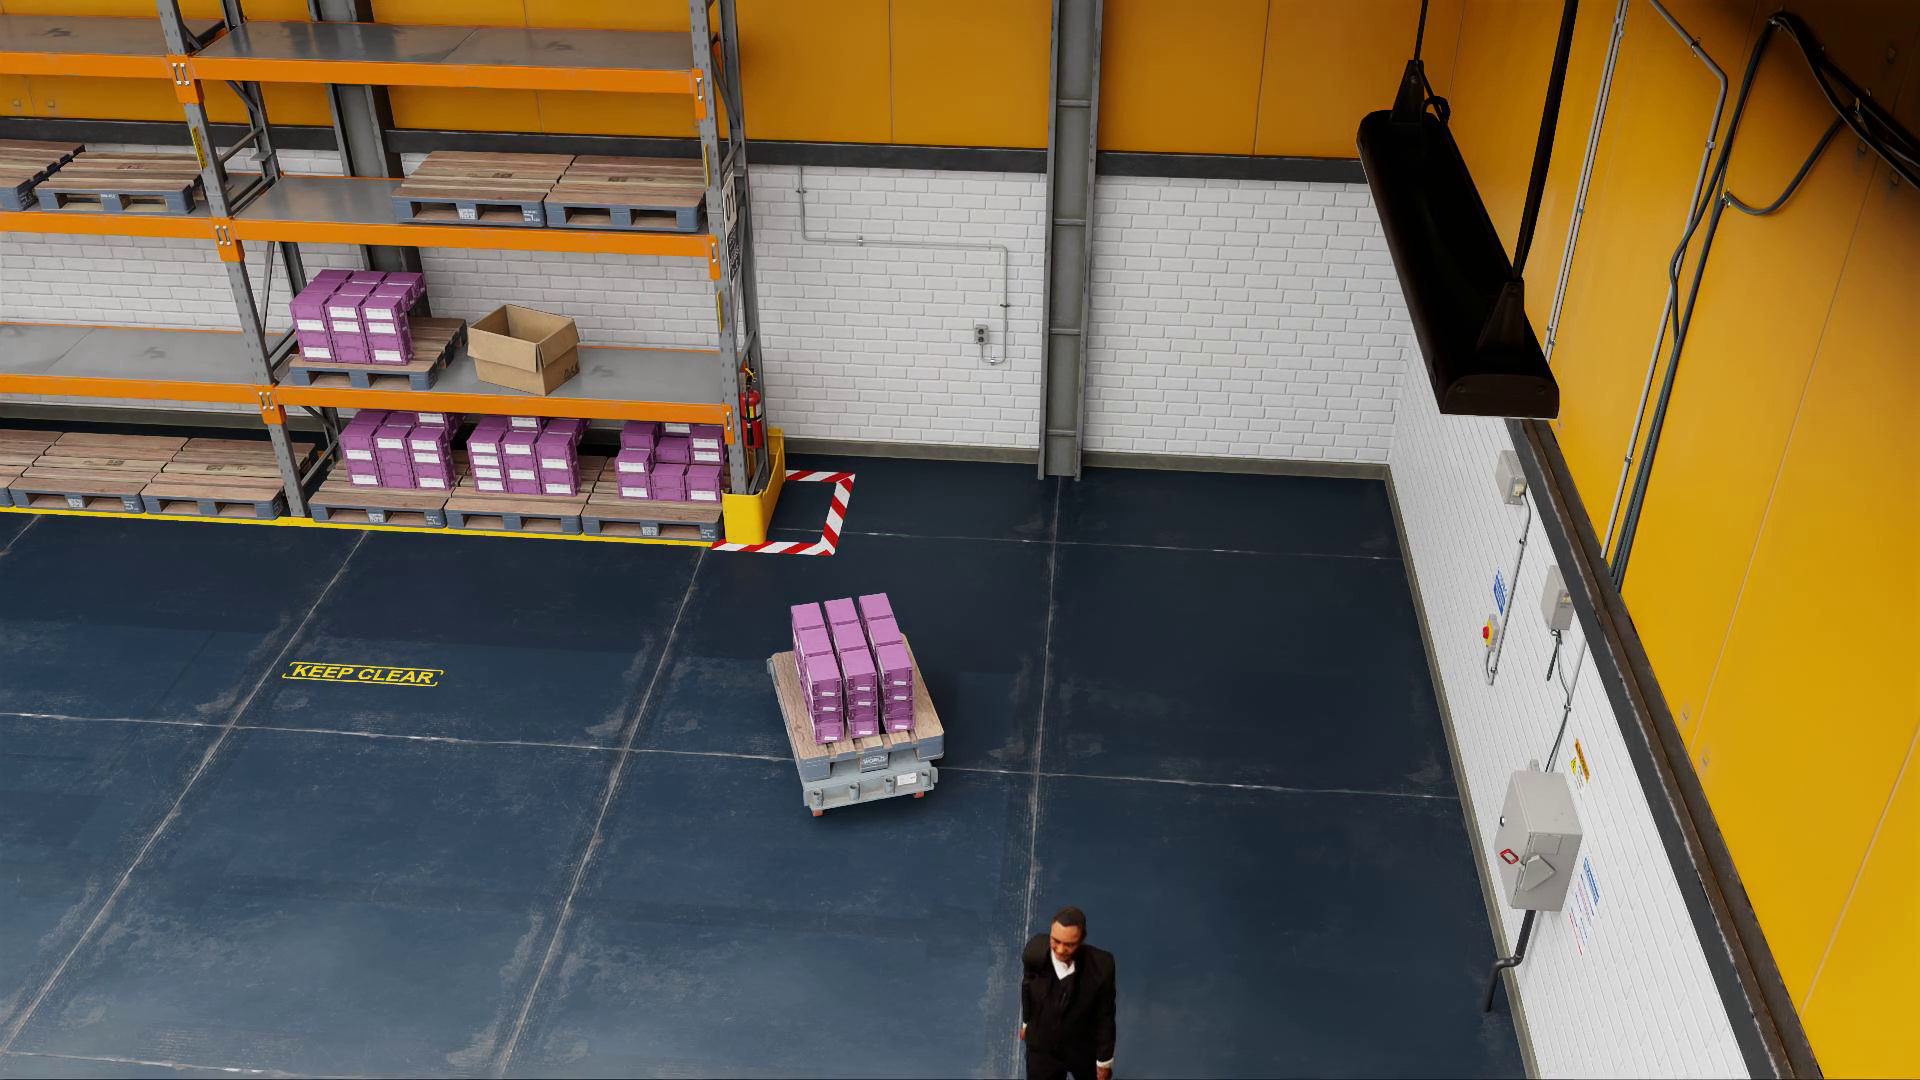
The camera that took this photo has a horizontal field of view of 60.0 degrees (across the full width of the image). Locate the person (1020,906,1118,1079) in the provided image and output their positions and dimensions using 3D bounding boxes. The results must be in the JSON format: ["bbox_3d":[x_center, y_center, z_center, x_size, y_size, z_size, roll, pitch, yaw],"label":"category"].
[{"bbox_3d":[0.603,2.591,8.845,1.309,1.865,0.990,10,35,15],"label":"person"}]
